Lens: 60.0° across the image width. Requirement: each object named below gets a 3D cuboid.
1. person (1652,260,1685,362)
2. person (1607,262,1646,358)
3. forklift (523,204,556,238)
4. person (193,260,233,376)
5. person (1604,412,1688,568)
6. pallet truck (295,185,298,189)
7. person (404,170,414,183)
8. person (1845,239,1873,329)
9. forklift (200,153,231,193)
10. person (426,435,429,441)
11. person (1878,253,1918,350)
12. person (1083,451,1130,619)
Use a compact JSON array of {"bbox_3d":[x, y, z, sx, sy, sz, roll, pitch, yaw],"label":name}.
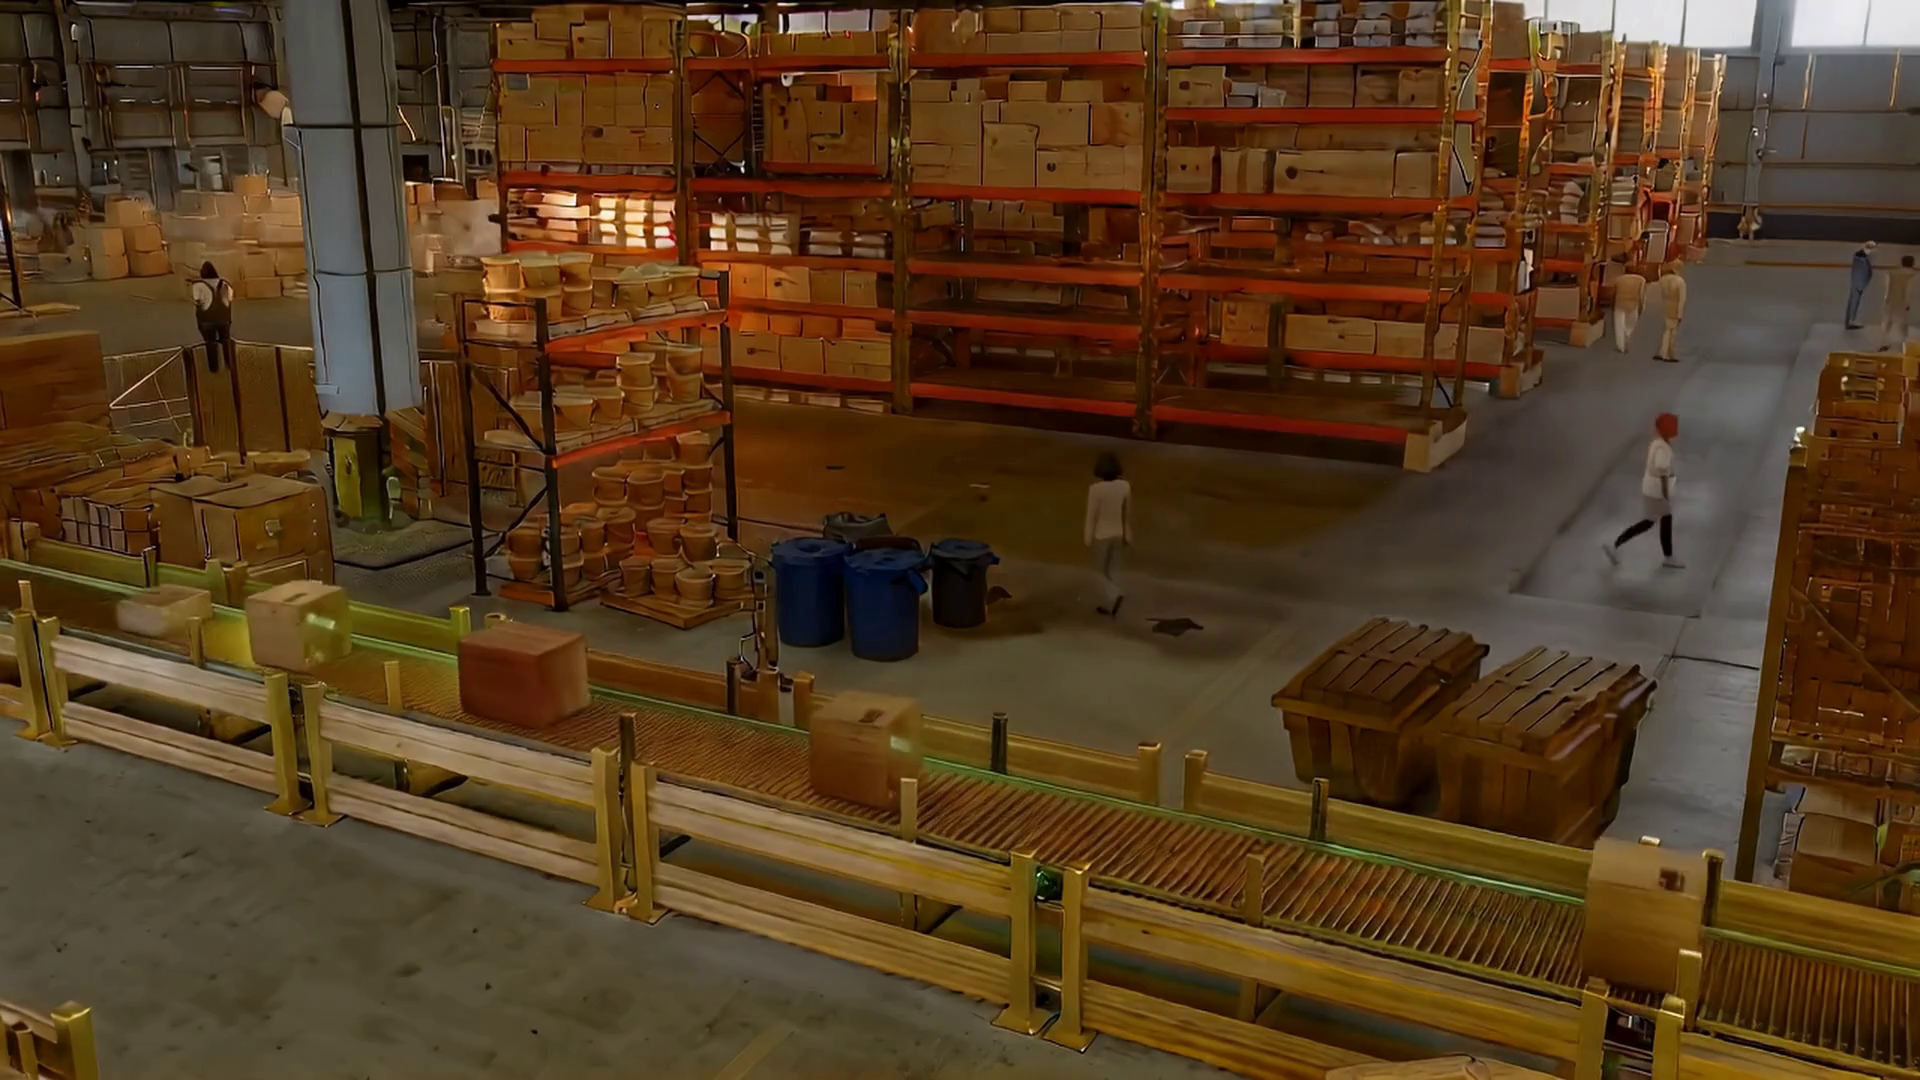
[{"bbox_3d":[13.284,-4.278,31.066,0.400,1.902,0.642,-5,16,-17],"label":"person"},{"bbox_3d":[12.668,-4.394,31.679,0.633,1.796,0.918,4,15,15],"label":"person"},{"bbox_3d":[-8.314,-5.479,33.697,1.873,2.768,1.129,8,17,28],"label":"forklift"},{"bbox_3d":[-13.272,-3.937,29.510,0.538,2.000,0.690,11,18,35],"label":"person"},{"bbox_3d":[7.232,-0.522,17.386,0.797,1.667,0.538,5,16,20],"label":"person"},{"bbox_3d":[-26.804,-14.617,69.738,1.885,1.965,0.823,-14,20,-42],"label":"pallet truck"},{"bbox_3d":[-22.959,-14.424,69.150,0.666,1.922,0.449,-1,15,-2],"label":"person"},{"bbox_3d":[19.231,-5.461,35.519,0.395,1.898,0.643,7,16,24],"label":"person"},{"bbox_3d":[-27.436,-12.866,61.465,1.873,2.768,1.129,8,17,28],"label":"forklift"},{"bbox_3d":[-8.028,-2.208,23.244,1.030,1.910,0.650,-3,15,-12],"label":"person"},{"bbox_3d":[18.395,-4.664,32.556,1.045,1.880,0.627,-11,18,-35],"label":"person"},{"bbox_3d":[1.419,-0.020,15.585,0.504,1.624,0.506,-11,18,-35],"label":"person"}]
